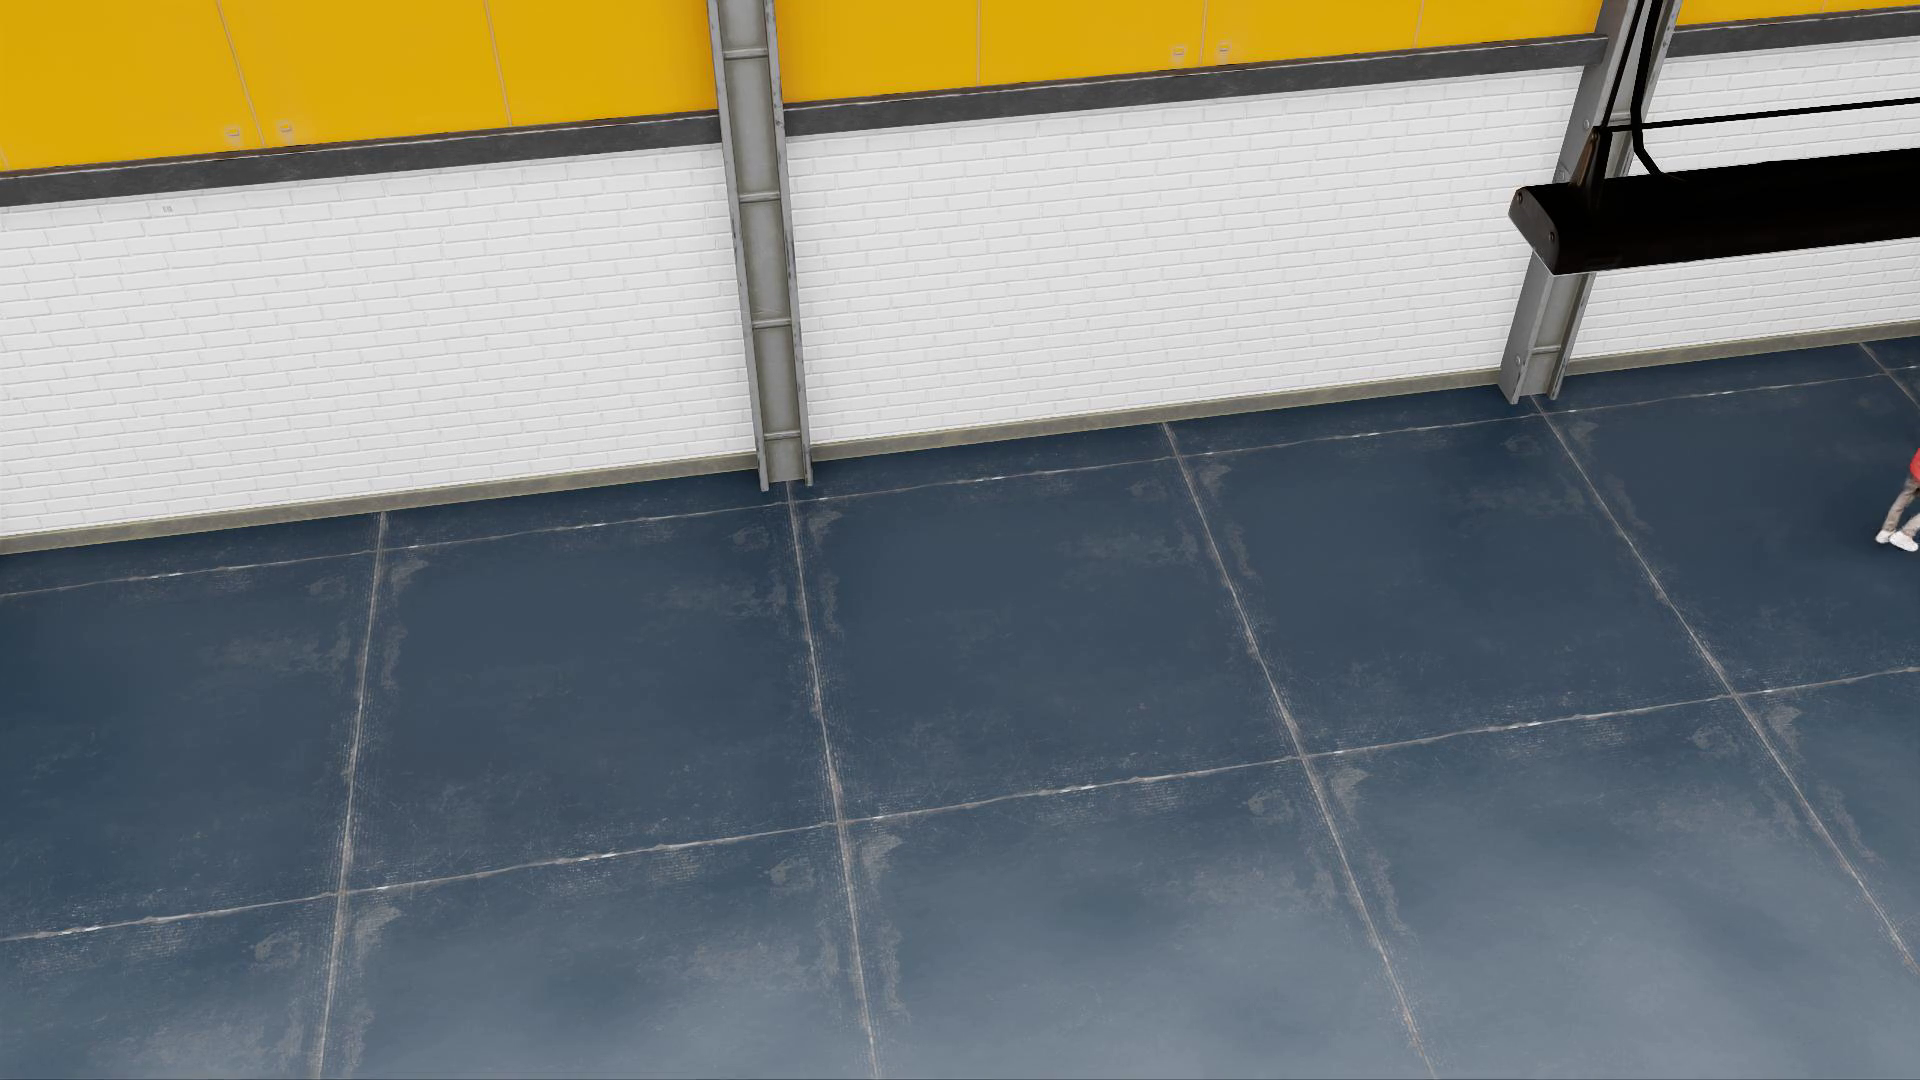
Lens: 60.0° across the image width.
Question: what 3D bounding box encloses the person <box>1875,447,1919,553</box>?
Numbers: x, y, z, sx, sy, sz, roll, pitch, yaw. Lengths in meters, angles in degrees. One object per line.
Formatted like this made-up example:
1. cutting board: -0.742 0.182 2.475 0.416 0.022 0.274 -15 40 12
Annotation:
1. person: 6.734 -0.486 11.647 0.524 1.410 0.527 -3 44 -3
